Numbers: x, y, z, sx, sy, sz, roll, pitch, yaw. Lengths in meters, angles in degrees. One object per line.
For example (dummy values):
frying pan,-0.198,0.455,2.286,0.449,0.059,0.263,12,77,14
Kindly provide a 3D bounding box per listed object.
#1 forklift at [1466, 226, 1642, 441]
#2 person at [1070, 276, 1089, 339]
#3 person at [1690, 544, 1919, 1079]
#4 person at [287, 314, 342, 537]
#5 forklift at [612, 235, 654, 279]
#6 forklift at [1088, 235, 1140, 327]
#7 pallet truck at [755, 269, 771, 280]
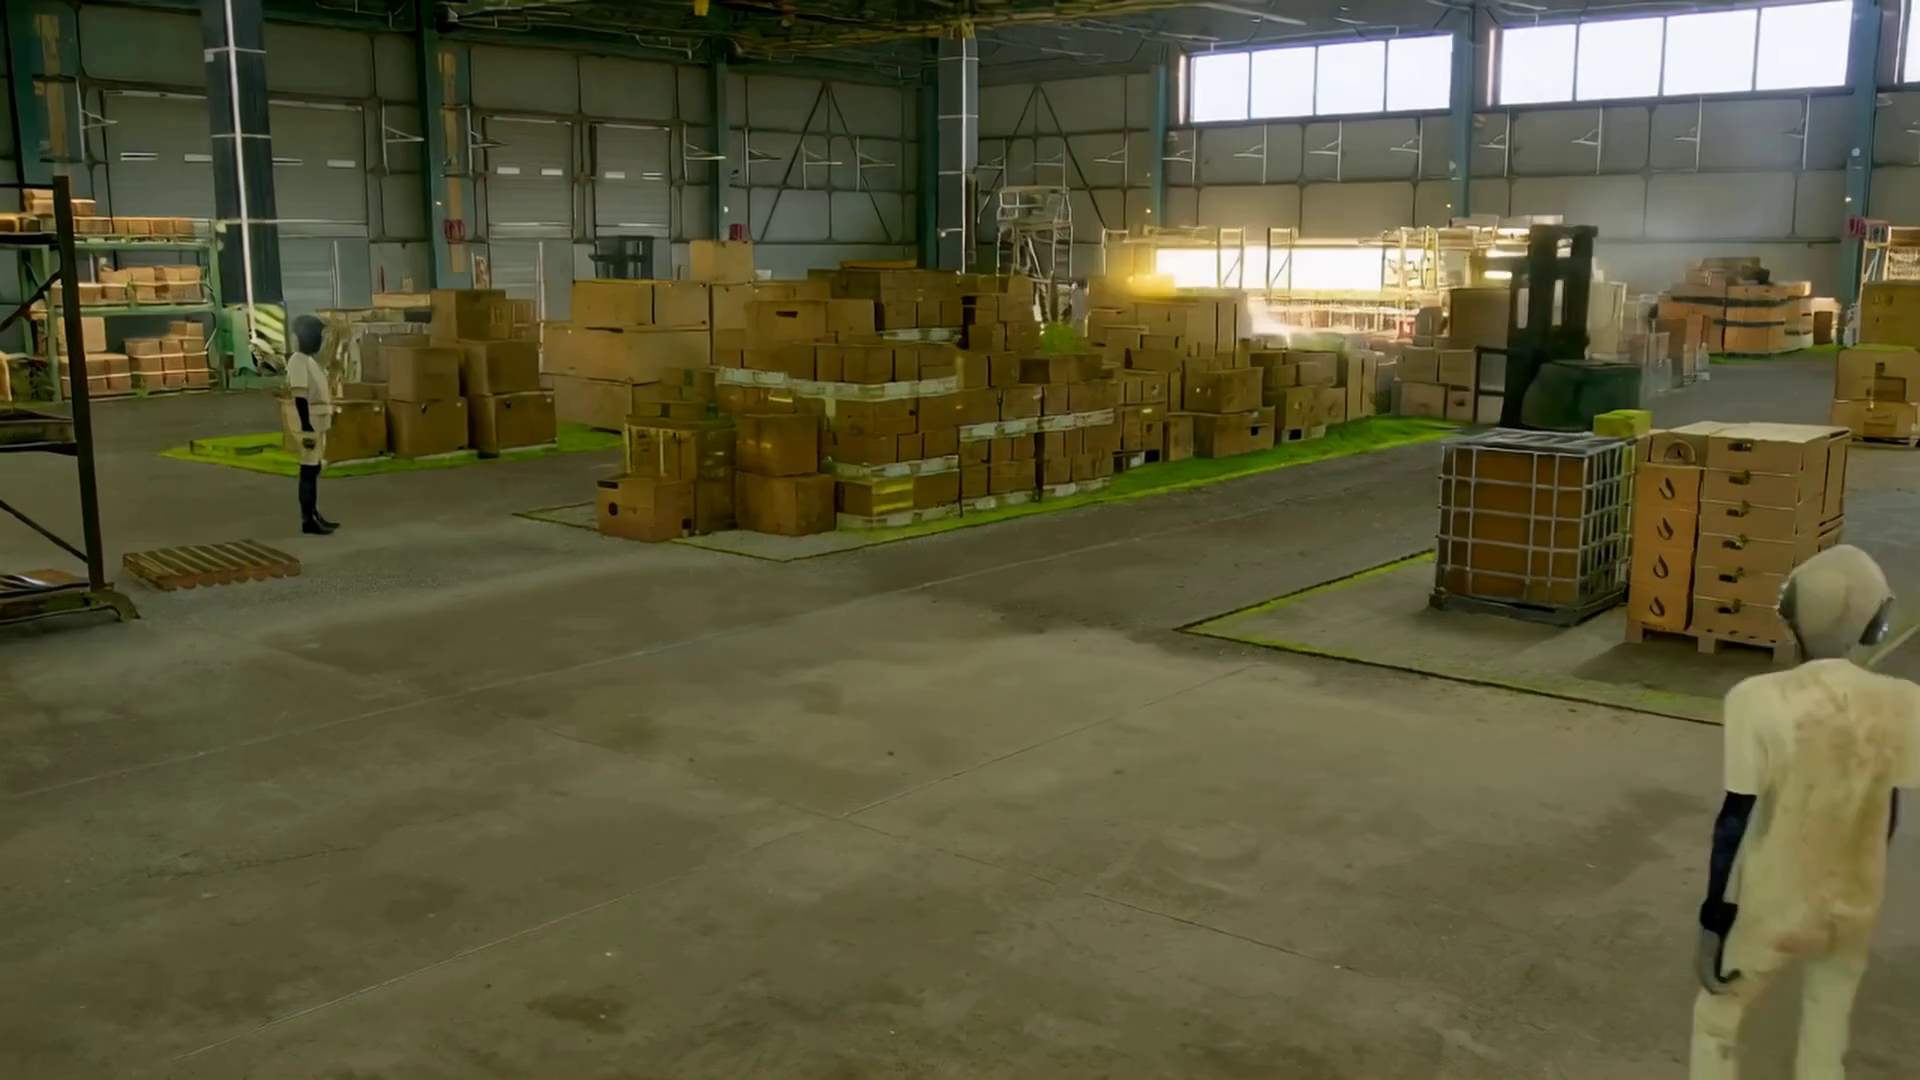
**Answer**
forklift,7.683,-2.624,21.333,1.129,2.768,1.873,-7,12,-34
person,2.797,-4.961,37.397,0.679,1.915,0.636,5,11,25
person,2.058,0.920,4.135,0.524,1.833,0.666,0,10,3
person,-5.740,-1.008,14.732,0.367,1.966,0.606,-2,10,-12
forklift,-7.298,-5.450,37.421,1.873,2.768,1.129,8,13,40
forklift,3.948,-5.574,38.131,1.873,2.768,1.129,4,11,21
pallet truck,-4.996,-6.432,45.525,1.885,1.965,0.823,-6,12,-32
